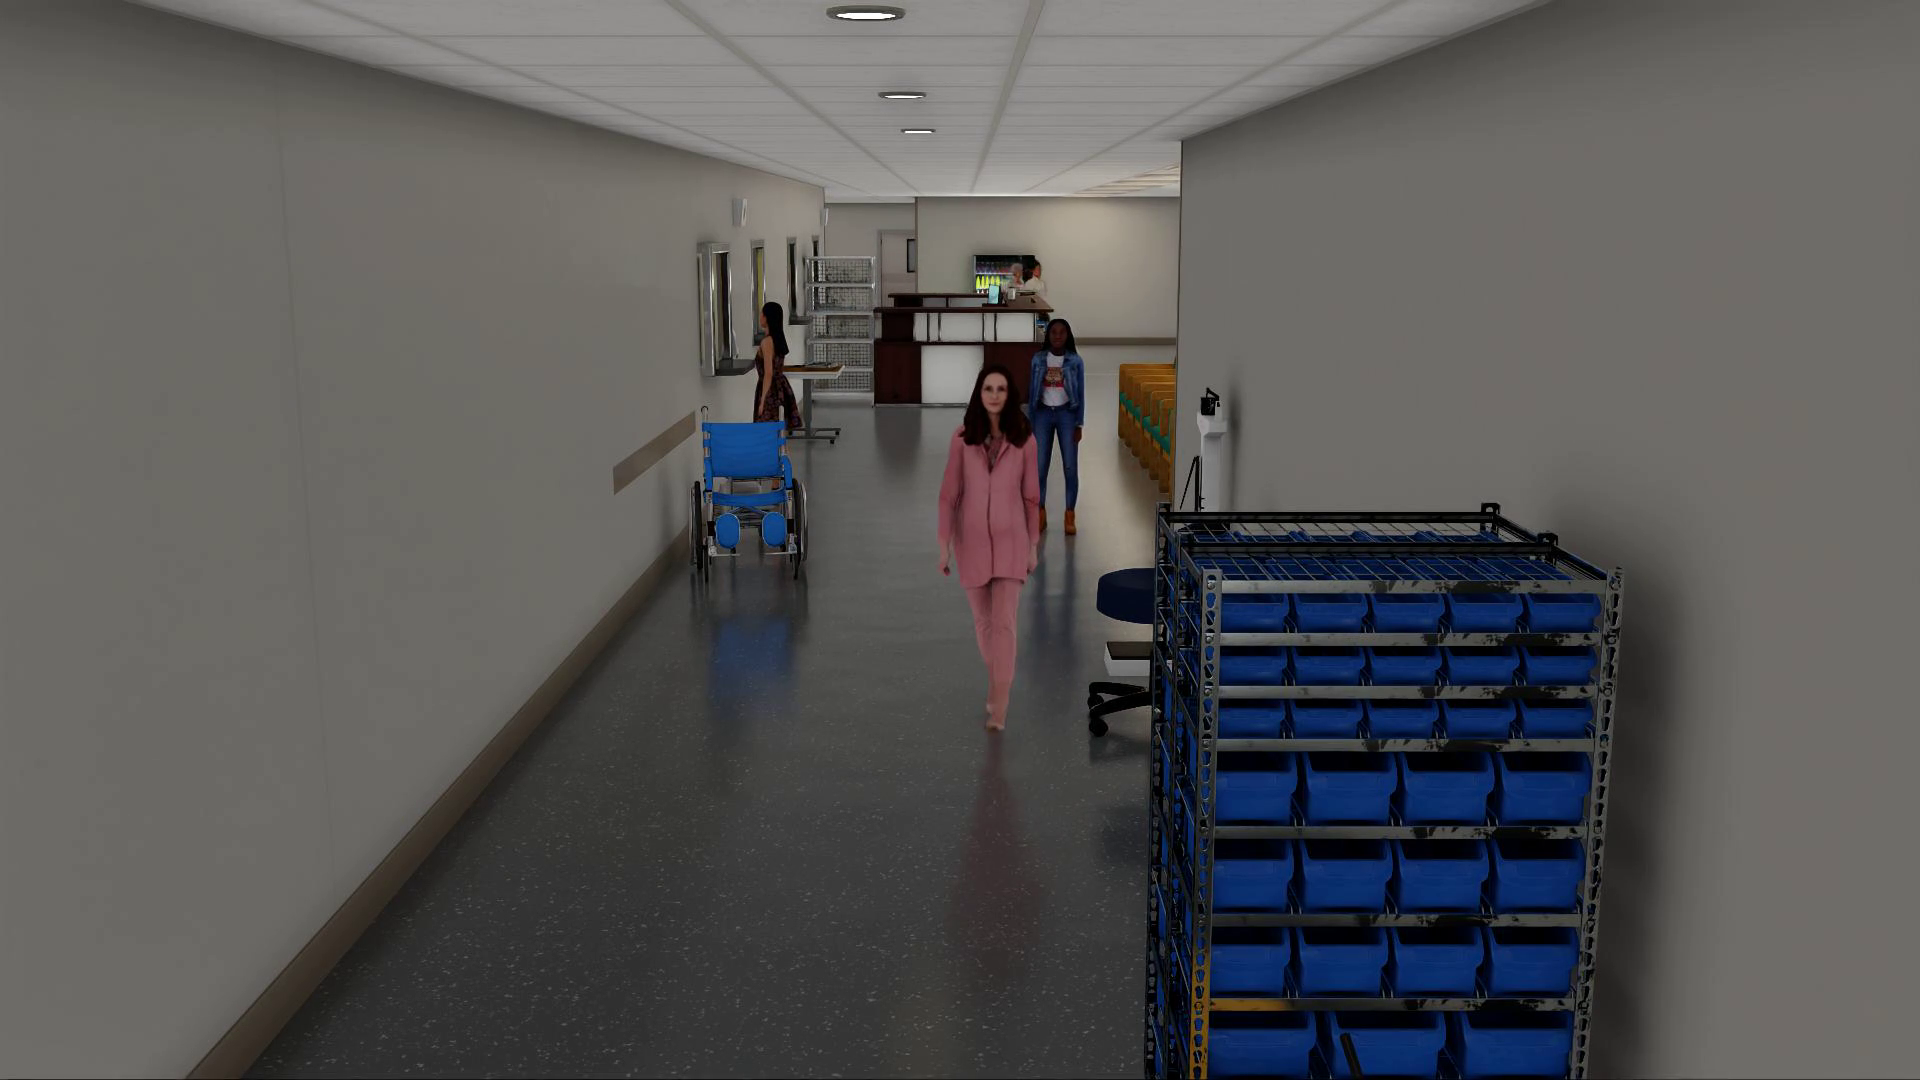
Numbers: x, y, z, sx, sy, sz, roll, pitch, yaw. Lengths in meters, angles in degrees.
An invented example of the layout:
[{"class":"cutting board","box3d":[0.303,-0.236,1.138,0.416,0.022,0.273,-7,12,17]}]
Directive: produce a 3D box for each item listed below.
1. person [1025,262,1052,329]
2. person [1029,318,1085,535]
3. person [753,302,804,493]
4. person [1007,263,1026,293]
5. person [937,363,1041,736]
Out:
[{"class":"person","box3d":[1.304,-3.968,29.139,0.875,1.798,0.828,7,13,32]},{"class":"person","box3d":[0.768,-0.909,13.259,0.545,1.708,0.704,2,11,13]},{"class":"person","box3d":[-1.644,-1.204,14.639,0.745,1.775,0.731,3,11,14]},{"class":"person","box3d":[0.961,-4.074,29.858,1.012,1.739,0.920,9,14,38]},{"class":"person","box3d":[0.160,0.037,8.132,1.054,1.761,0.811,2,11,10]}]
